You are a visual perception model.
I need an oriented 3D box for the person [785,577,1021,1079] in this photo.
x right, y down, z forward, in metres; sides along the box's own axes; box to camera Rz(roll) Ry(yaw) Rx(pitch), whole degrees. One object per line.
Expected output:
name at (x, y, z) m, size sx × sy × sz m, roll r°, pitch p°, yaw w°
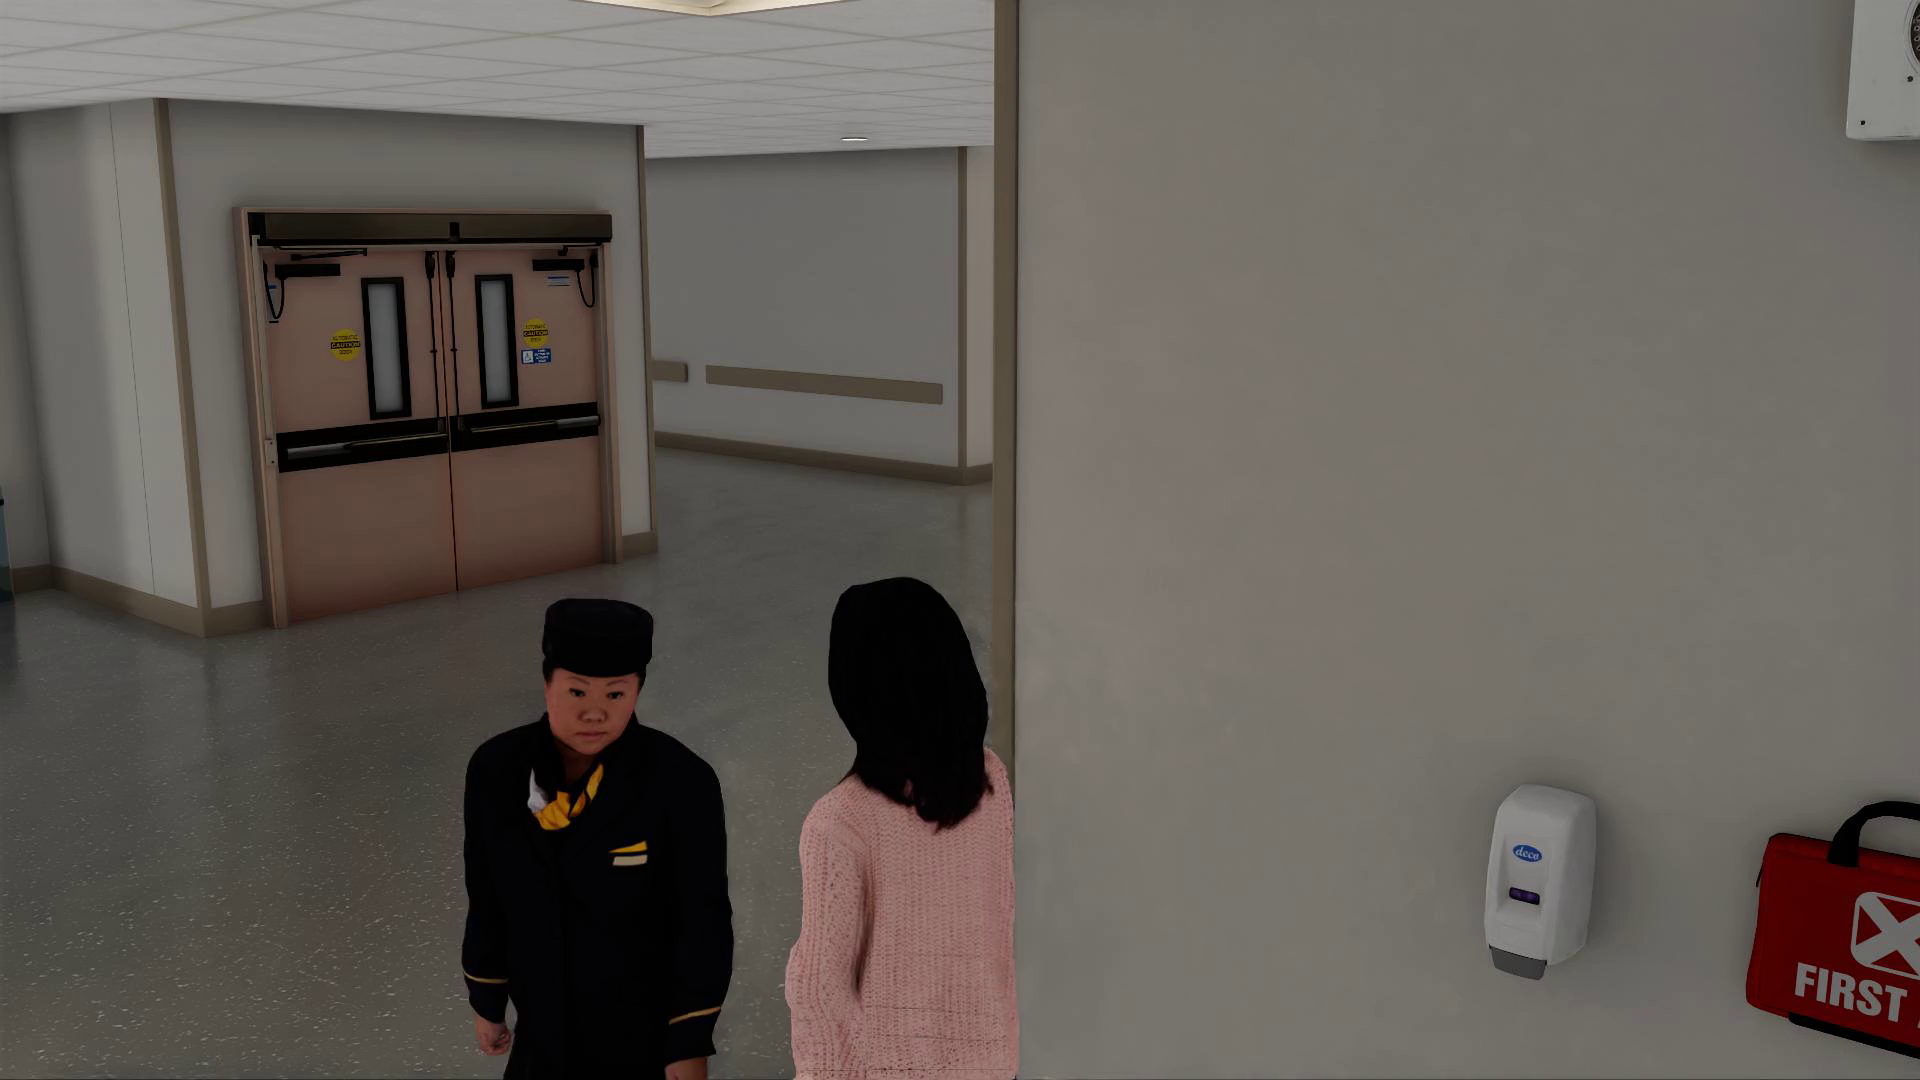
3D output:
person at (-0.015, 0.968, 2.697) m, size 1.127 × 1.720 × 0.896 m, roll -8°, pitch 13°, yaw -37°

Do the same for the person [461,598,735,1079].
person at (-0.646, 0.908, 3.182) m, size 0.855 × 1.658 × 0.871 m, roll 3°, pitch 11°, yaw 13°
